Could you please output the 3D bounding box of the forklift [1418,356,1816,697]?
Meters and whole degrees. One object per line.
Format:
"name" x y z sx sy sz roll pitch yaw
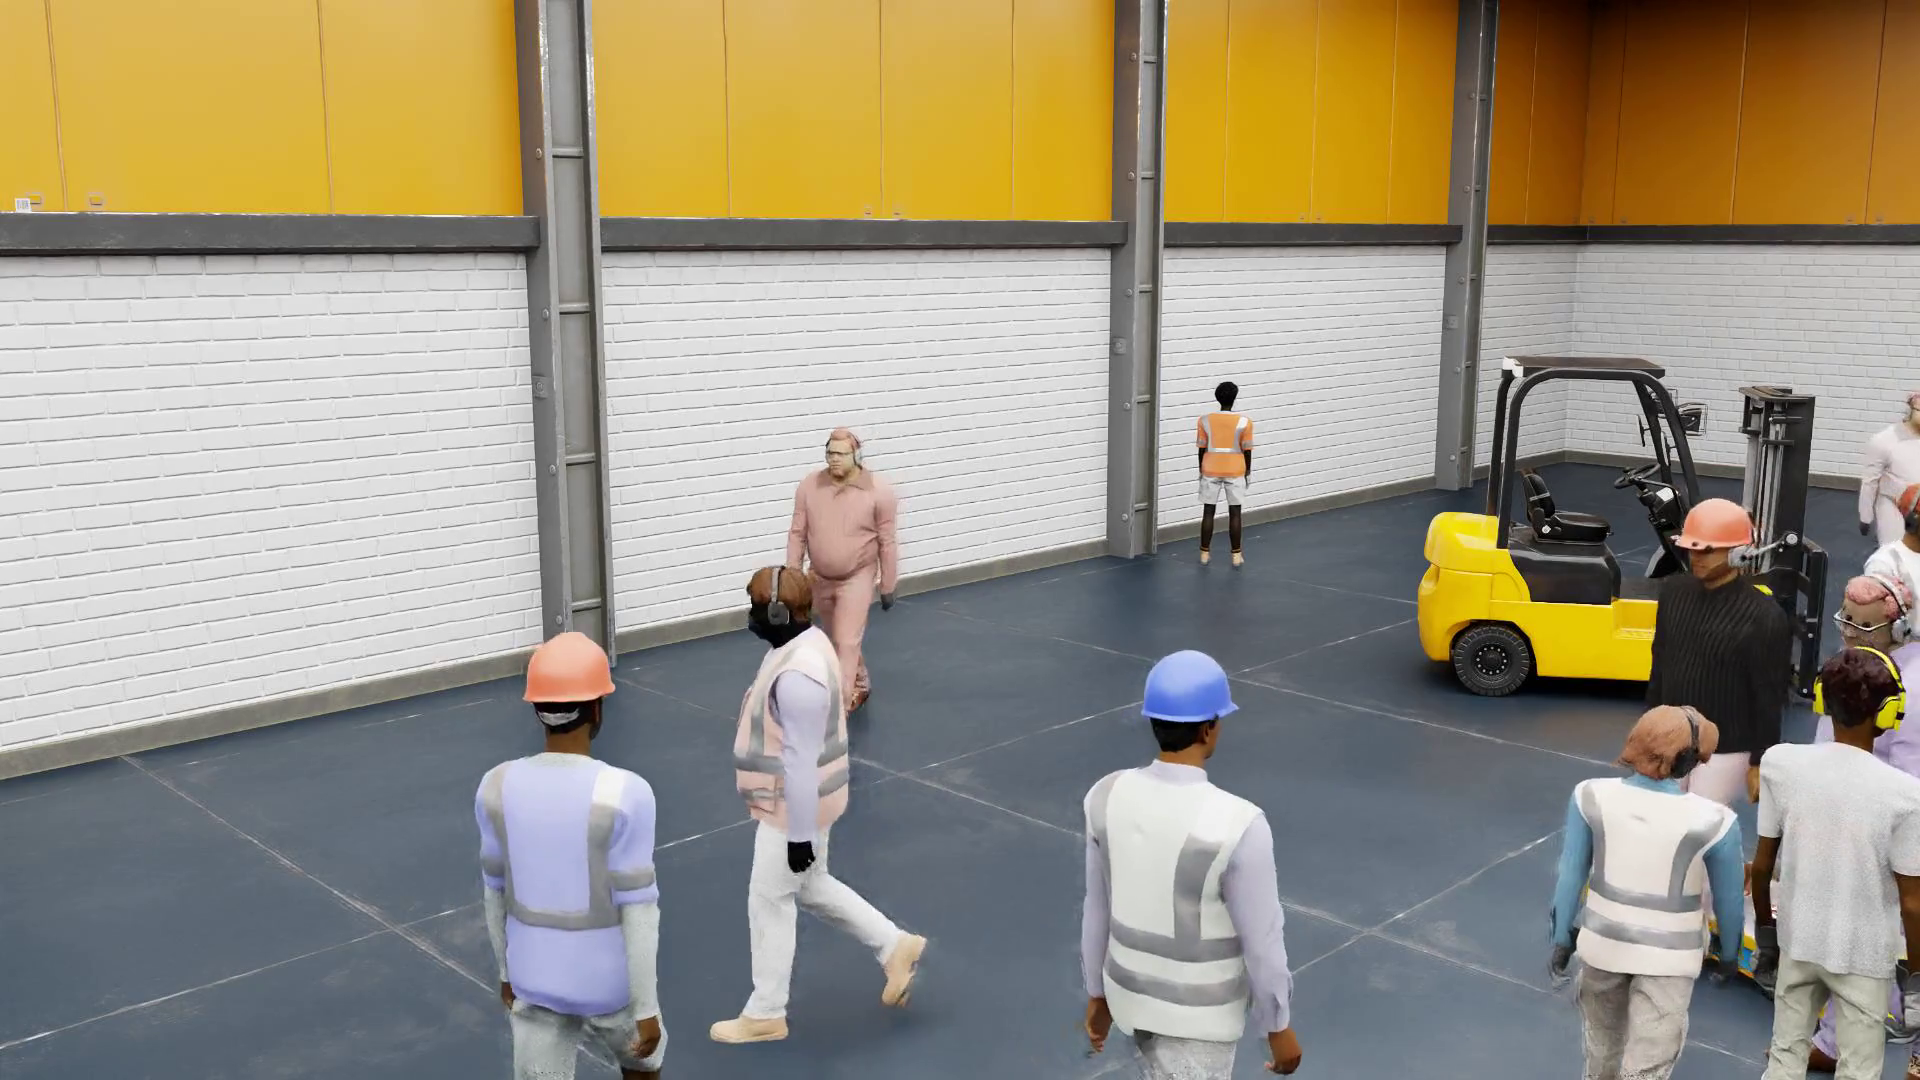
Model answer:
"forklift" 4.276 -0.101 11.076 2.313 2.155 1.214 2 11 13

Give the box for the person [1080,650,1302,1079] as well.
"person" 0.547 1.251 4.502 0.957 1.912 0.613 -8 13 -37

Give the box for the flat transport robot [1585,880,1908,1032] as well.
"flat transport robot" 3.377 1.623 6.922 0.652 0.197 1.431 -4 11 -22

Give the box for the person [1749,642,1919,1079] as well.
"person" 2.537 1.214 4.803 0.328 1.868 0.509 -8 13 -37

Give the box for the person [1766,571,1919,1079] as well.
"person" 3.196 1.033 5.747 0.518 1.882 0.696 2 11 10

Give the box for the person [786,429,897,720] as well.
"person" -0.720 0.237 10.182 0.634 1.857 1.019 4 11 21

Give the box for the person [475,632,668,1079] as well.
"person" -1.061 1.200 4.735 0.564 1.911 0.740 3 11 14

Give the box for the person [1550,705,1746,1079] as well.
"person" 2.138 1.282 5.175 0.520 1.595 0.839 9 14 40

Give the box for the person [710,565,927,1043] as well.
"person" -0.536 0.984 6.235 0.759 1.821 0.640 -1 10 -4

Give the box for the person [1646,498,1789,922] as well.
"person" 3.091 0.790 6.793 0.666 1.974 0.621 -4 11 -22

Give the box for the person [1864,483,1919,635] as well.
"person" 4.573 0.658 7.897 0.610 1.835 0.955 -8 13 -36

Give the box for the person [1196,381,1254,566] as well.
"person" 2.414 -0.604 15.200 0.528 1.691 0.320 3 11 18

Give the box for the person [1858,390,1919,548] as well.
"person" 7.132 -0.218 12.573 0.656 1.884 0.766 1 10 6
